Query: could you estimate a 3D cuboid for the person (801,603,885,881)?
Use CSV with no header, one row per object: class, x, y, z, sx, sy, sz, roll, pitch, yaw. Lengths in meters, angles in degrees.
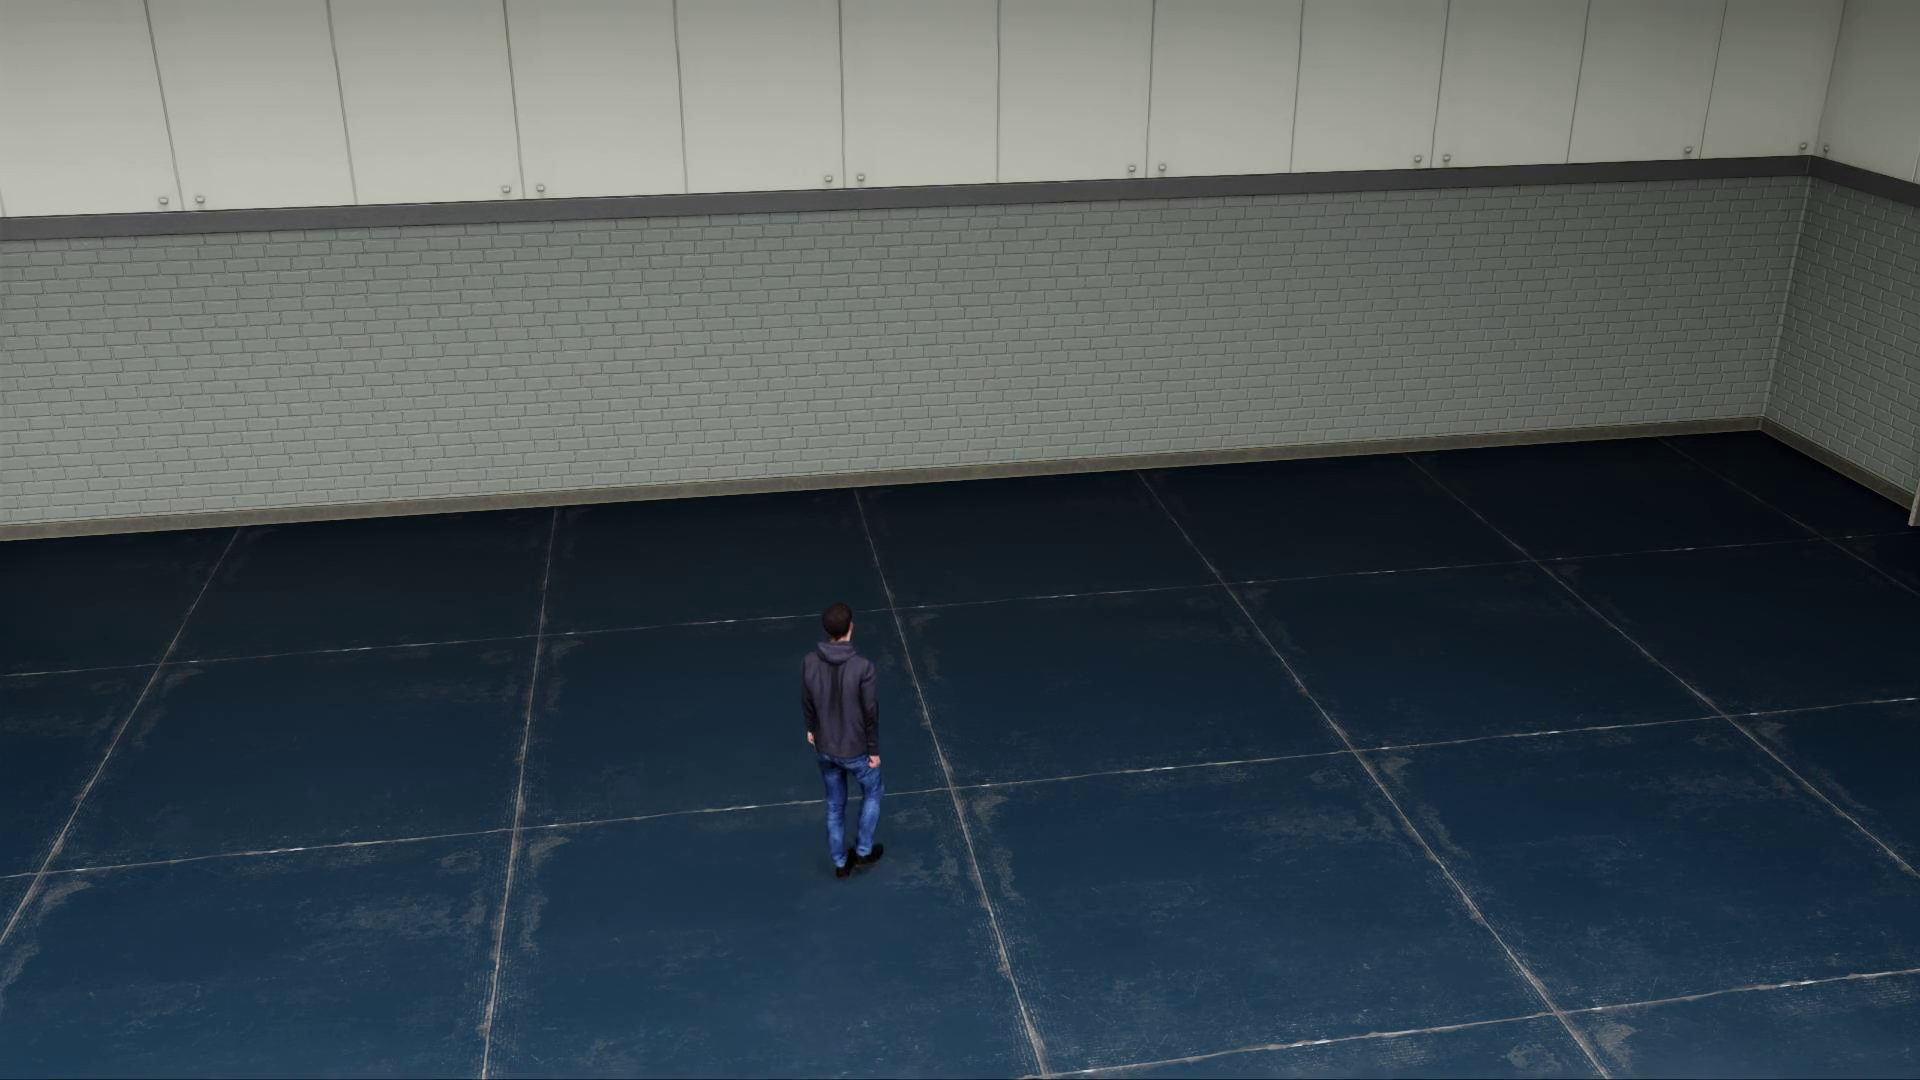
person,-0.756,1.315,10.373,0.825,1.877,0.838,8,24,18
